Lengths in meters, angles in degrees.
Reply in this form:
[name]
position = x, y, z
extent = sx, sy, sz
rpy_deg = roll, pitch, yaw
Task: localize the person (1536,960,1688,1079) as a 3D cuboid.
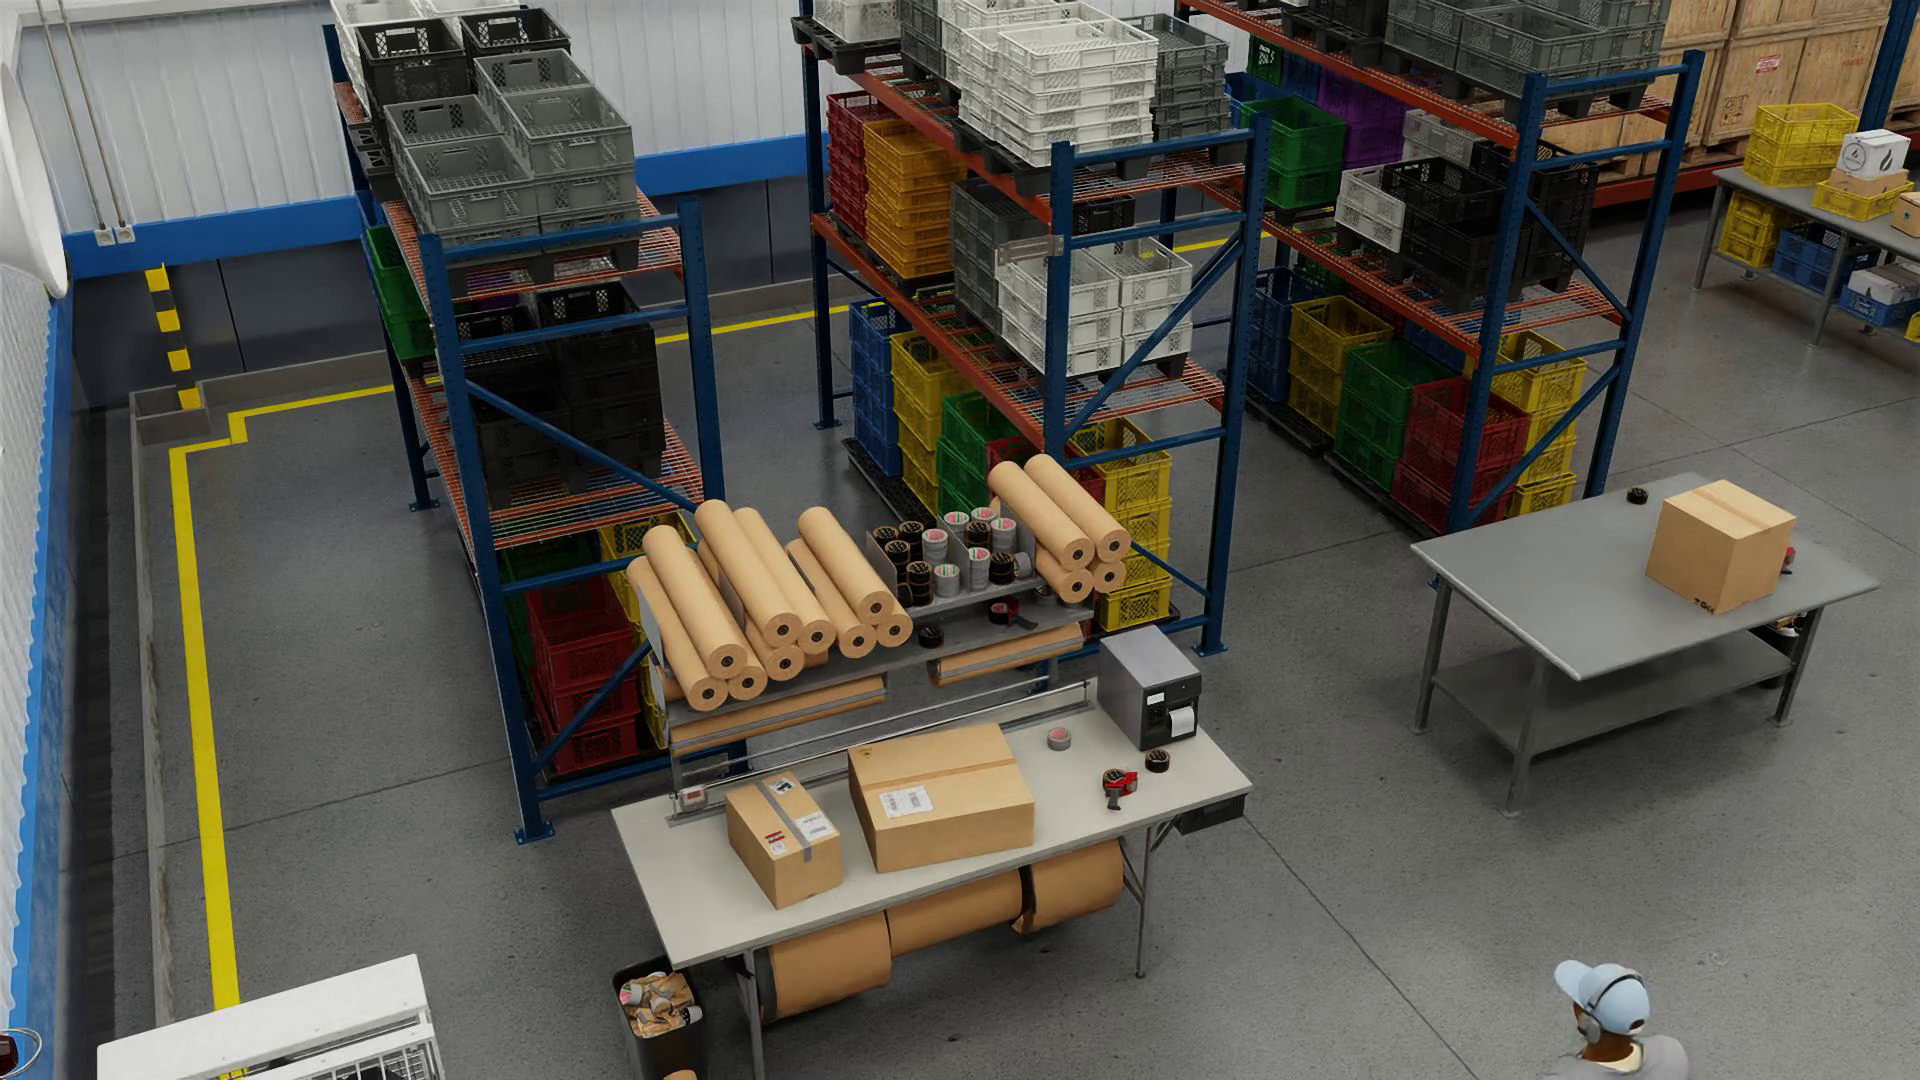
[person]
position = 1.873, 2.010, 5.195
extent = 0.598, 1.850, 0.393
rpy_deg = -13, 34, -21
